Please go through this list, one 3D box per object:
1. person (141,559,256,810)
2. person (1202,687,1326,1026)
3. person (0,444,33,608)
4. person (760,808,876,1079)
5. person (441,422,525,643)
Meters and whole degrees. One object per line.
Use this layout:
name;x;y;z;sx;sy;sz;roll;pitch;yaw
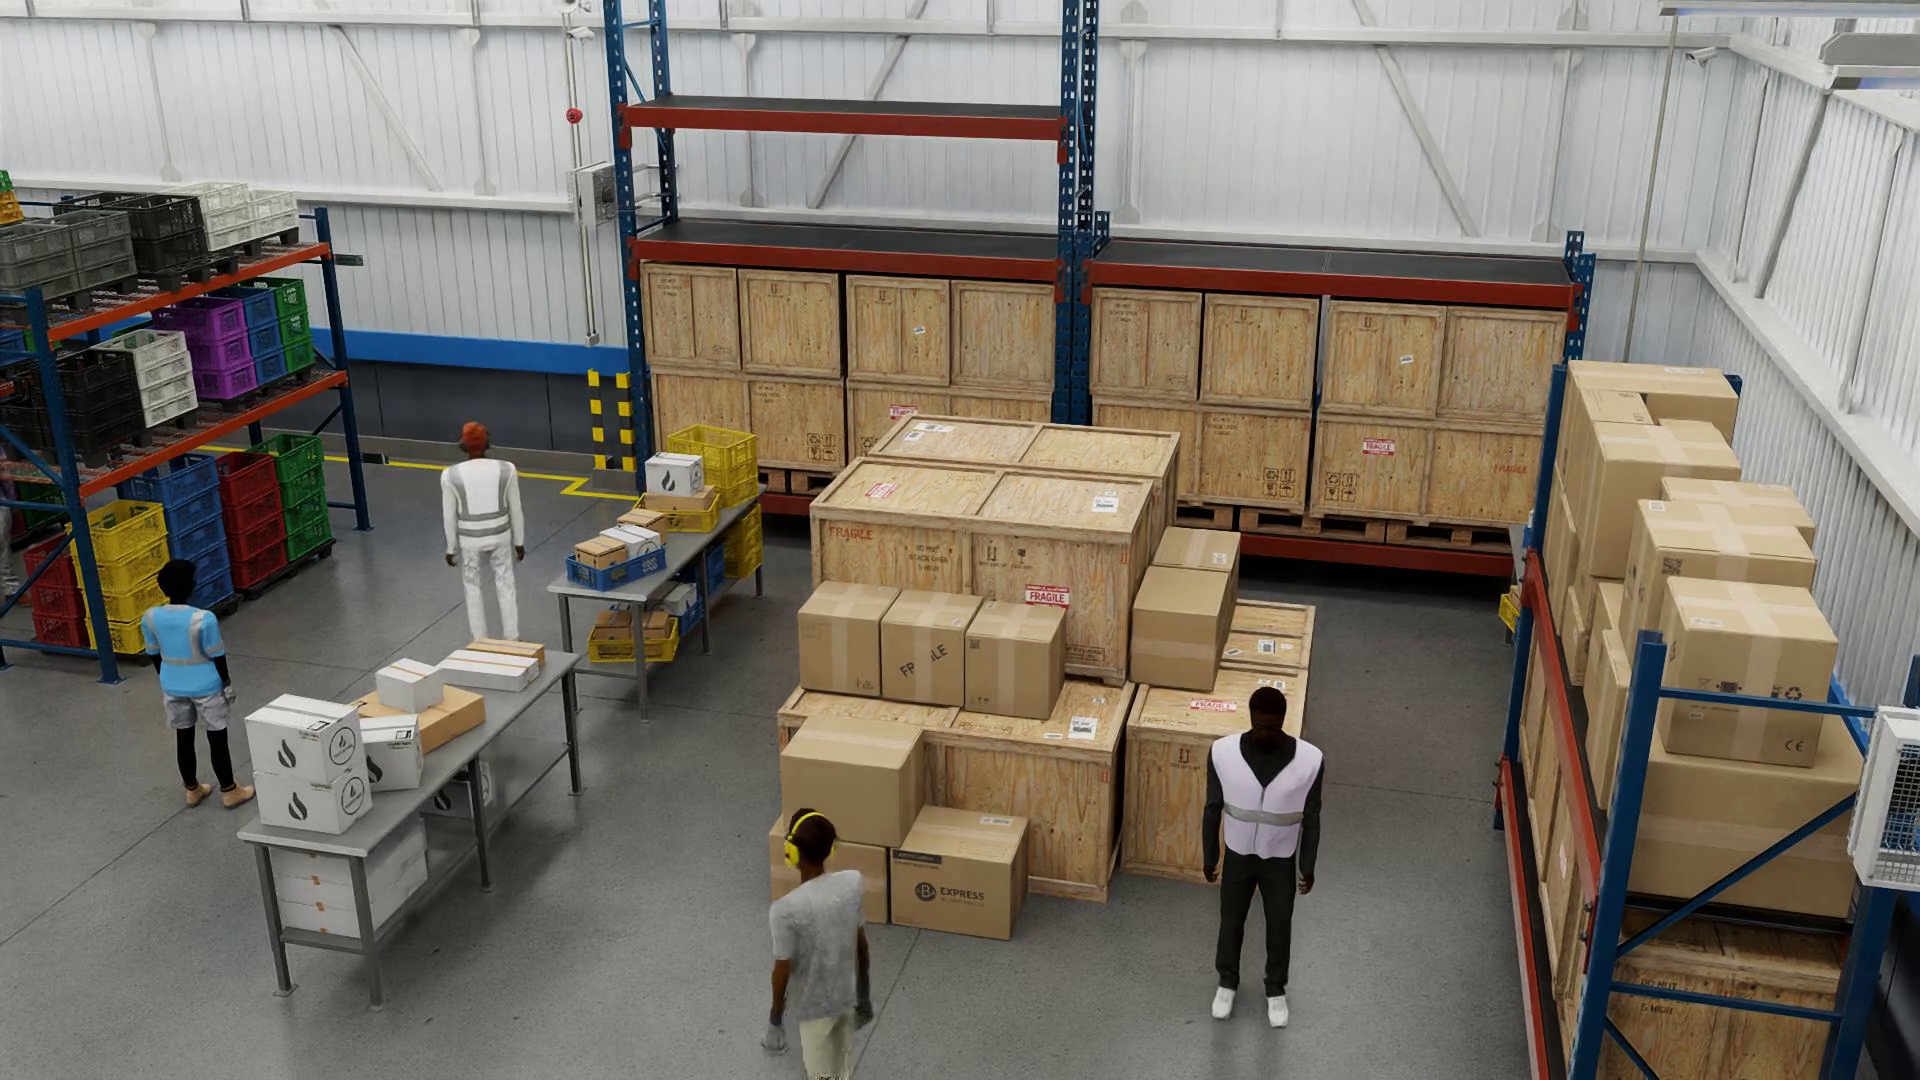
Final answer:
person;-4.872;0.930;10.595;0.532;1.693;0.319;3;21;9
person;1.540;1.600;8.549;0.592;1.911;0.389;4;21;11
person;-7.977;-0.304;13.495;0.372;1.932;0.635;11;24;26
person;-0.626;2.070;7.442;0.622;1.835;0.514;18;27;39
person;-3.652;0.010;12.787;0.603;1.866;0.499;-9;23;-23
